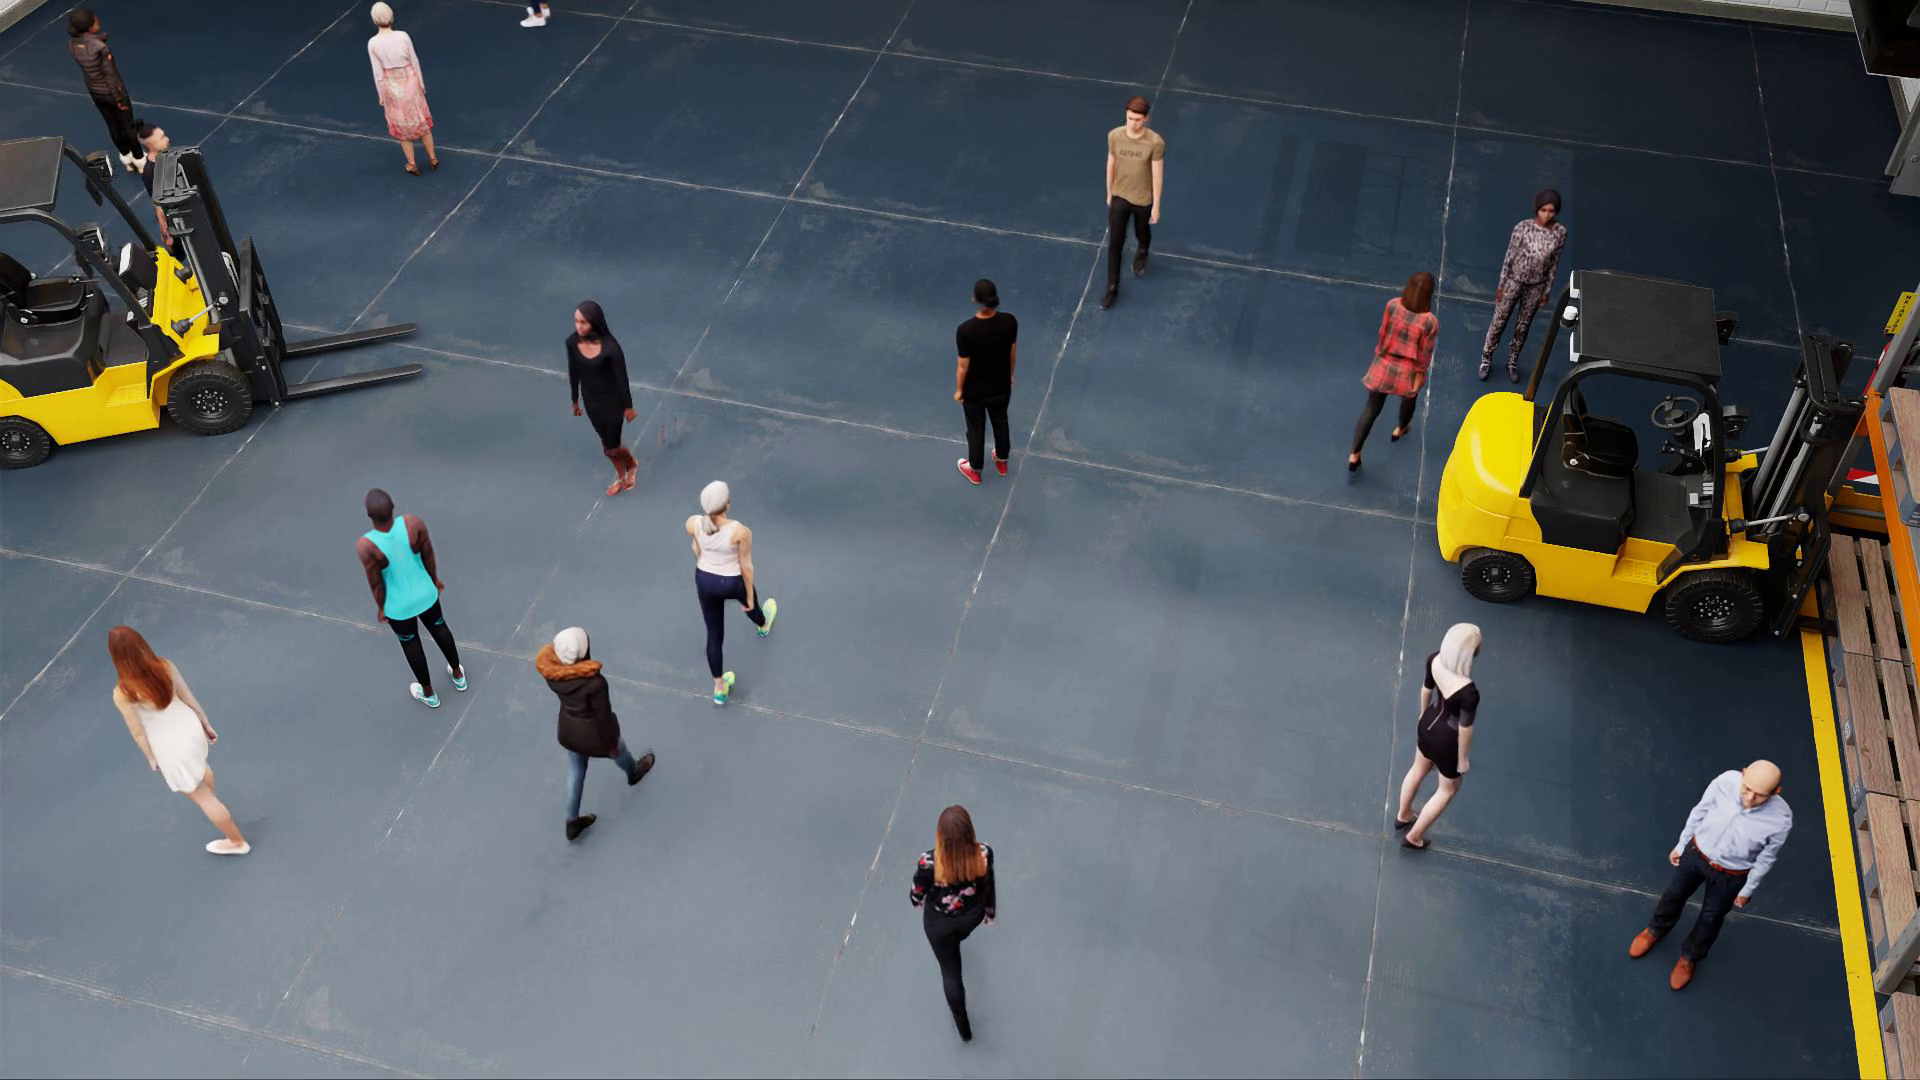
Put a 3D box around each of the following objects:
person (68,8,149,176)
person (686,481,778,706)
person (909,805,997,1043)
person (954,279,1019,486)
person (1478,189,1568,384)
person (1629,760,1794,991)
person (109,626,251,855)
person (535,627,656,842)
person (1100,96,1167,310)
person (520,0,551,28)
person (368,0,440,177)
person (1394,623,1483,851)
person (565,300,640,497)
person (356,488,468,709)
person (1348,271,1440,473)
[{"bbox_3d":[-7.907,-4.135,15.423,0.628,1.663,0.564,10,45,11],"label":"person"},{"bbox_3d":[-1.554,0.373,10.690,0.650,1.663,1.110,8,44,8],"label":"person"},{"bbox_3d":[-0.014,2.071,8.927,0.936,1.637,1.146,-10,44,-10],"label":"person"},{"bbox_3d":[0.194,-1.159,12.231,0.714,1.756,0.751,-17,46,-17],"label":"person"},{"bbox_3d":[4.463,-2.008,13.154,0.592,1.713,0.586,7,44,7],"label":"person"},{"bbox_3d":[4.148,1.777,9.124,0.759,1.790,0.735,-32,52,-29],"label":"person"},{"bbox_3d":[-4.564,1.218,9.799,0.745,1.670,0.865,19,47,19],"label":"person"},{"bbox_3d":[-2.267,1.160,9.915,0.784,1.594,1.085,21,48,21],"label":"person"},{"bbox_3d":[1.500,-2.928,14.036,0.723,1.828,1.132,14,45,14],"label":"person"},{"bbox_3d":[-4.665,-6.354,17.675,0.689,1.769,0.531,4,44,4],"label":"person"},{"bbox_3d":[-5.183,-4.181,15.451,0.695,1.691,0.752,-21,47,-20],"label":"person"},{"bbox_3d":[2.794,1.183,9.721,0.768,1.827,0.684,-17,46,-17],"label":"person"},{"bbox_3d":[-2.549,-1.058,12.156,0.671,1.712,0.659,17,46,17],"label":"person"},{"bbox_3d":[-3.503,0.366,10.590,0.647,1.811,0.745,-29,51,-27],"label":"person"},{"bbox_3d":[3.205,-1.222,12.362,0.861,1.667,1.150,26,50,25],"label":"person"}]
